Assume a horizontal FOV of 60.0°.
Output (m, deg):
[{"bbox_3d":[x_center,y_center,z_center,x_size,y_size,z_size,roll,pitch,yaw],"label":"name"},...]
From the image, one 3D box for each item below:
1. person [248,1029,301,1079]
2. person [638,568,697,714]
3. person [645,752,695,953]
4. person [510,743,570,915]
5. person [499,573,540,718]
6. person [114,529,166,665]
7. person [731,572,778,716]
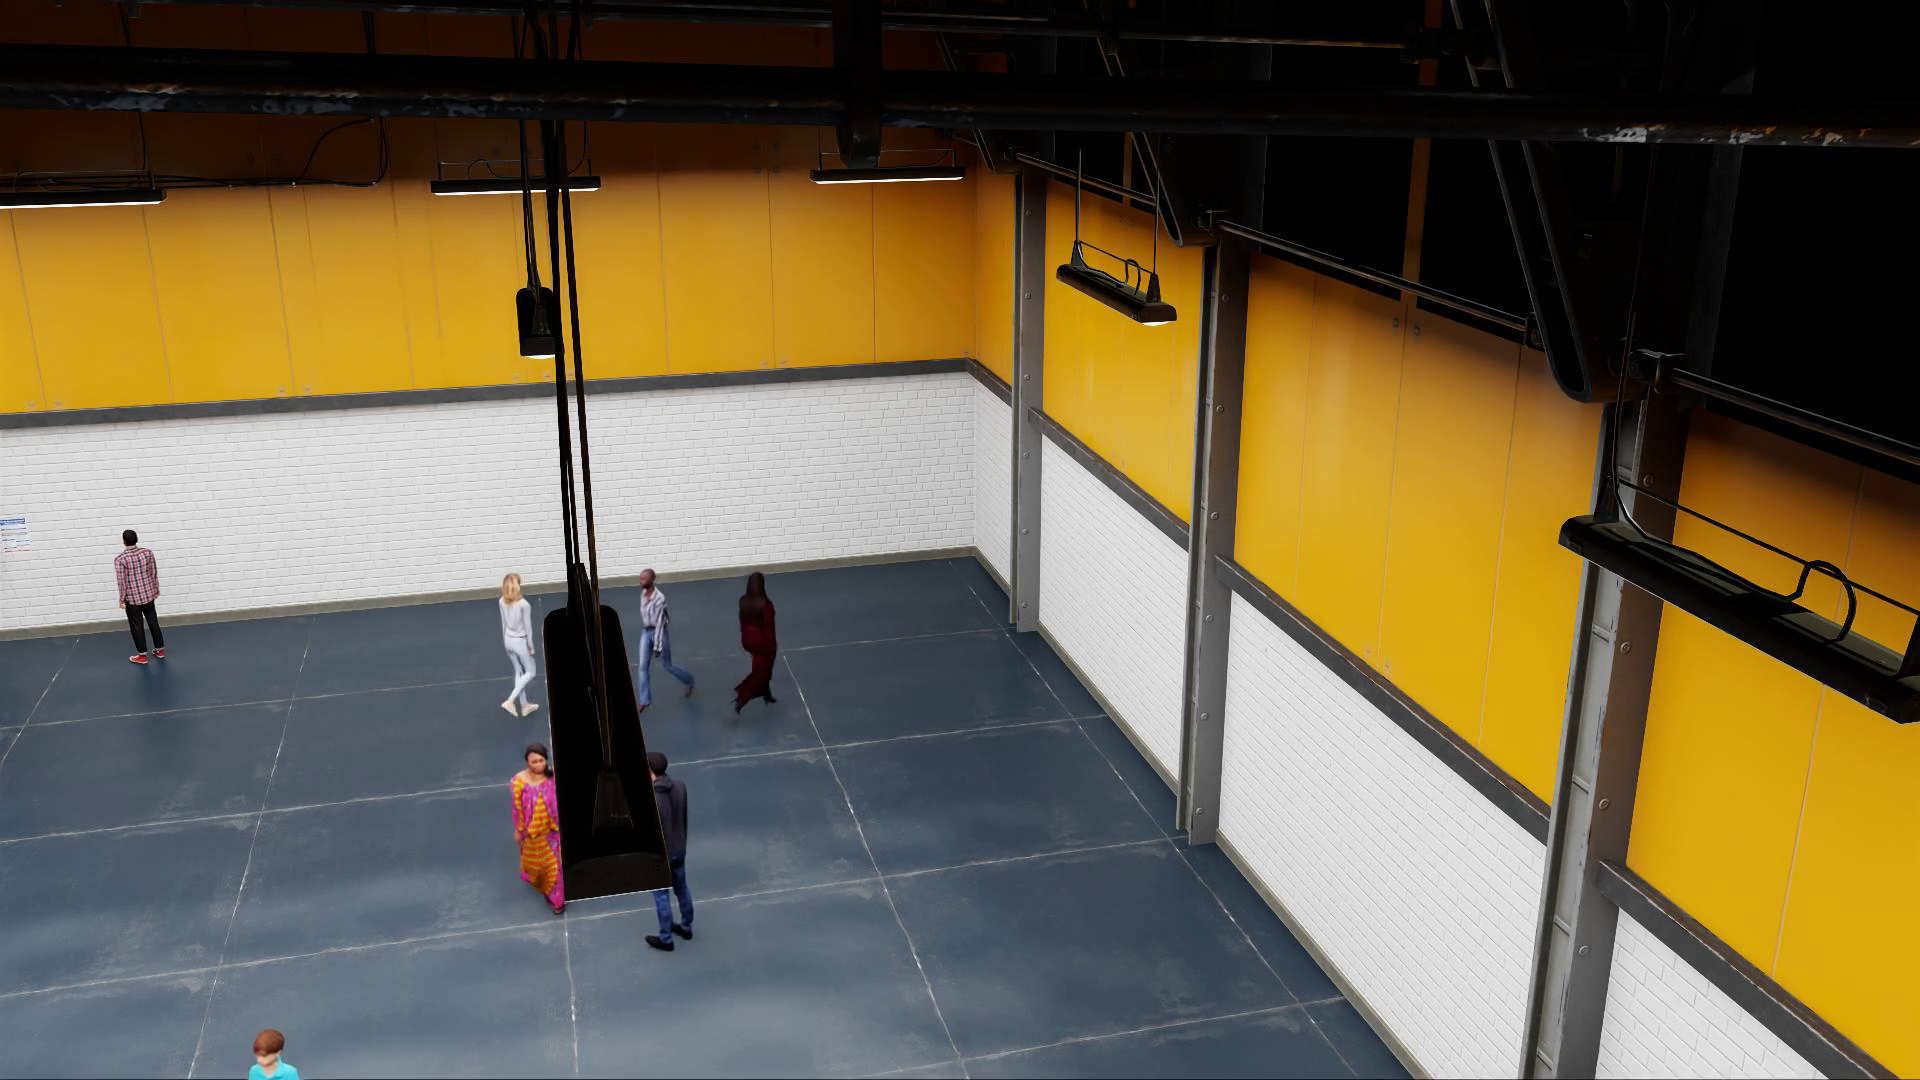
[{"bbox_3d":[-4.746,4.052,11.722,0.814,1.409,1.041,4,19,11],"label":"person"},{"bbox_3d":[-3.521,1.178,19.706,1.100,1.761,1.059,15,24,38],"label":"person"},{"bbox_3d":[-2.605,2.760,14.813,0.797,1.886,0.762,13,22,33],"label":"person"},{"bbox_3d":[-3.922,2.640,15.528,0.791,1.657,1.070,-10,21,-27],"label":"person"},{"bbox_3d":[-5.214,1.267,19.404,0.886,1.785,0.949,10,21,28],"label":"person"},{"bbox_3d":[-10.440,0.696,21.136,0.831,1.761,0.785,12,22,31],"label":"person"},{"bbox_3d":[-2.425,1.258,19.518,1.084,1.729,1.084,14,23,36],"label":"person"}]
